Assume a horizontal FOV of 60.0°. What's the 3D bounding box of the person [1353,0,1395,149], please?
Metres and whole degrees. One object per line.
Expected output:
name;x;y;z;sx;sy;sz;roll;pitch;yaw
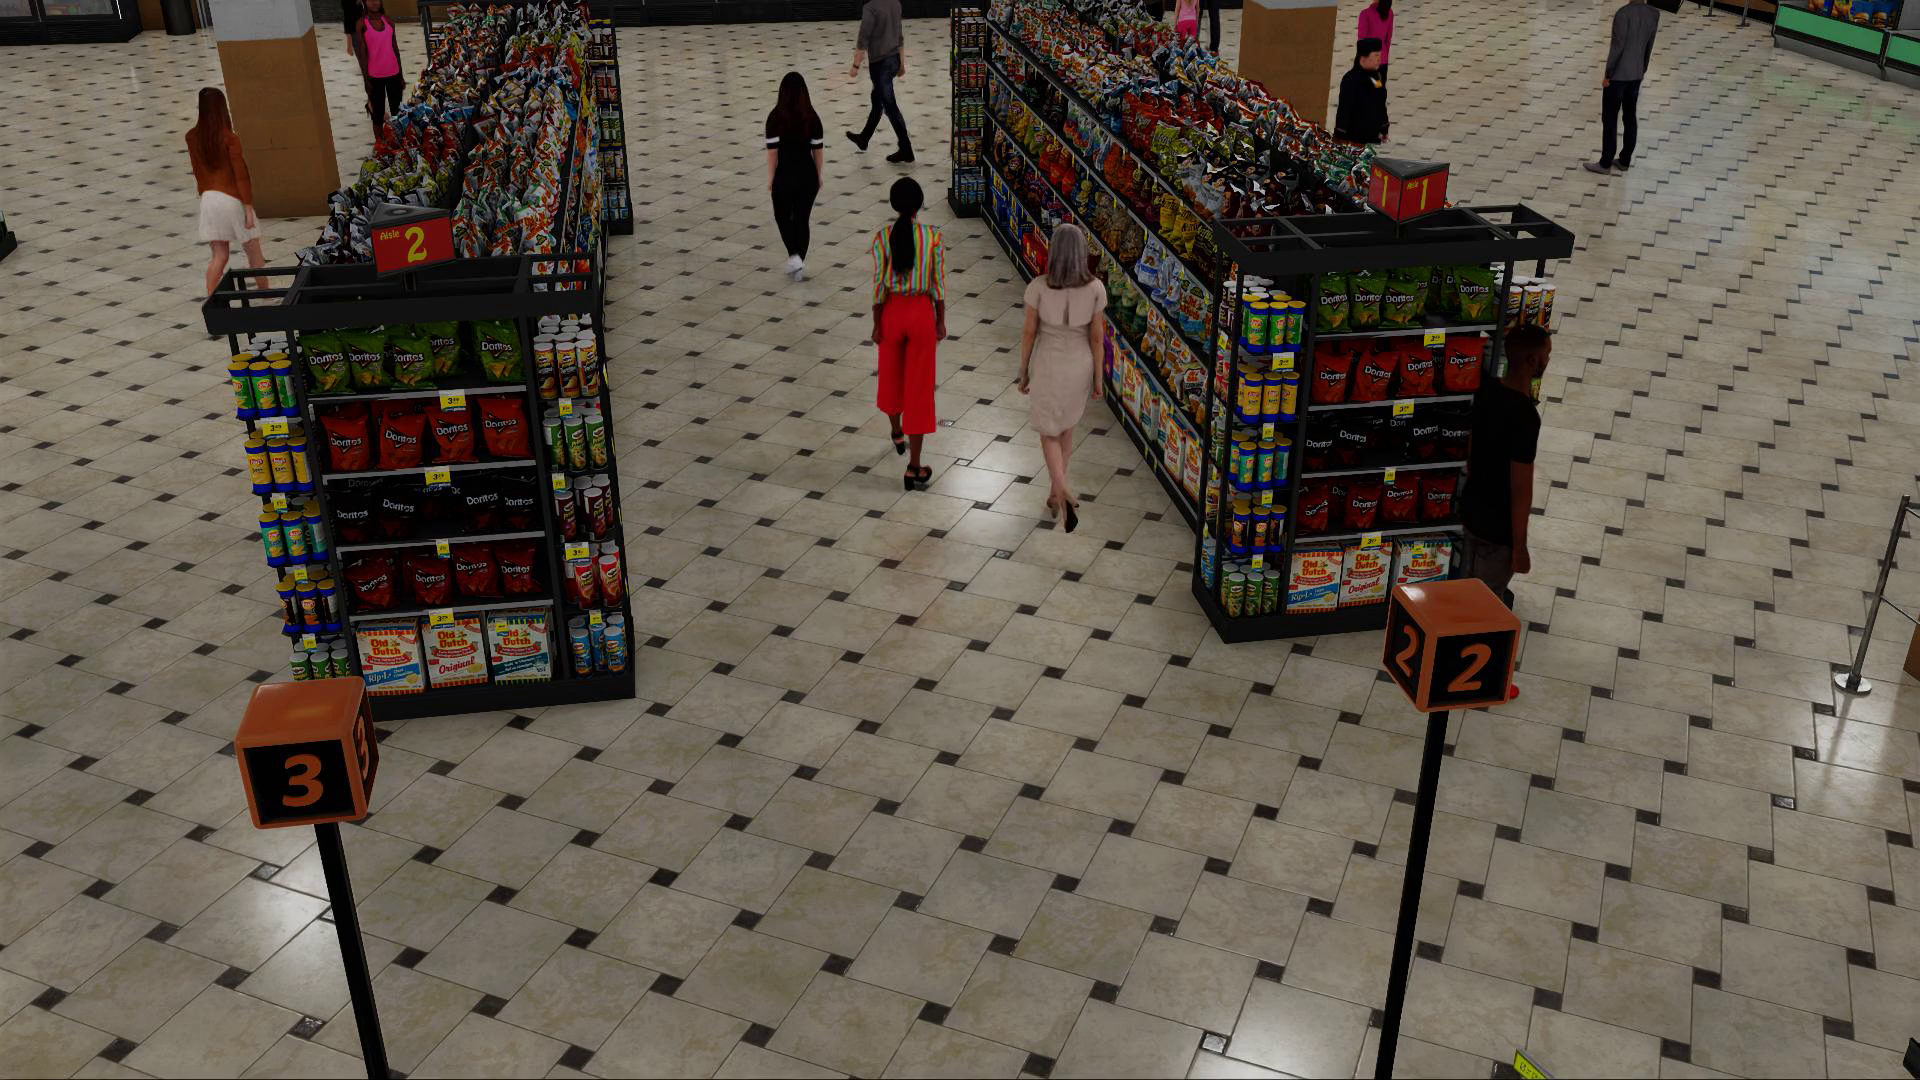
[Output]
person;4.202;-4.847;16.924;0.638;1.698;0.641;-12;29;-22

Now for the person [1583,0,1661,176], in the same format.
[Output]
person;6.404;-4.488;16.025;0.740;1.872;0.686;-12;29;-23

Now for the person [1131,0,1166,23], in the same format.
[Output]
person;2.162;-6.182;19.399;0.666;1.841;0.623;-1;27;-3

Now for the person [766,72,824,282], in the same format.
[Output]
person;-1.274;-2.795;12.953;0.637;1.630;0.647;-8;28;-15

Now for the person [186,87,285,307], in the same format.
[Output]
person;-5.376;-2.378;12.066;0.805;1.688;1.148;2;27;4

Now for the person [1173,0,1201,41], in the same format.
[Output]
person;2.783;-6.337;20.337;0.495;1.270;0.505;-8;28;-15

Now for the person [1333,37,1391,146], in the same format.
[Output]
person;3.310;-3.432;14.180;1.035;1.656;0.964;23;35;38

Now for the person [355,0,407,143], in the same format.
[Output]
person;-5.659;-4.548;16.307;0.648;1.724;0.677;-19;33;-33

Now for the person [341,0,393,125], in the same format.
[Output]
person;-6.432;-5.350;17.975;0.996;1.645;0.884;24;36;39

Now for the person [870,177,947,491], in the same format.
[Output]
person;-0.303;-1.159;9.582;0.707;1.762;0.994;2;27;4

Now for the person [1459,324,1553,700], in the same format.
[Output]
person;2.359;-0.096;7.438;0.733;1.805;0.530;-4;27;-7

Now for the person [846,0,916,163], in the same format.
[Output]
person;-0.671;-4.622;16.298;1.232;1.863;1.188;16;31;29

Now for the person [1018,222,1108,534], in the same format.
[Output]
person;0.569;-0.809;8.948;0.700;1.711;1.040;-1;27;-3
